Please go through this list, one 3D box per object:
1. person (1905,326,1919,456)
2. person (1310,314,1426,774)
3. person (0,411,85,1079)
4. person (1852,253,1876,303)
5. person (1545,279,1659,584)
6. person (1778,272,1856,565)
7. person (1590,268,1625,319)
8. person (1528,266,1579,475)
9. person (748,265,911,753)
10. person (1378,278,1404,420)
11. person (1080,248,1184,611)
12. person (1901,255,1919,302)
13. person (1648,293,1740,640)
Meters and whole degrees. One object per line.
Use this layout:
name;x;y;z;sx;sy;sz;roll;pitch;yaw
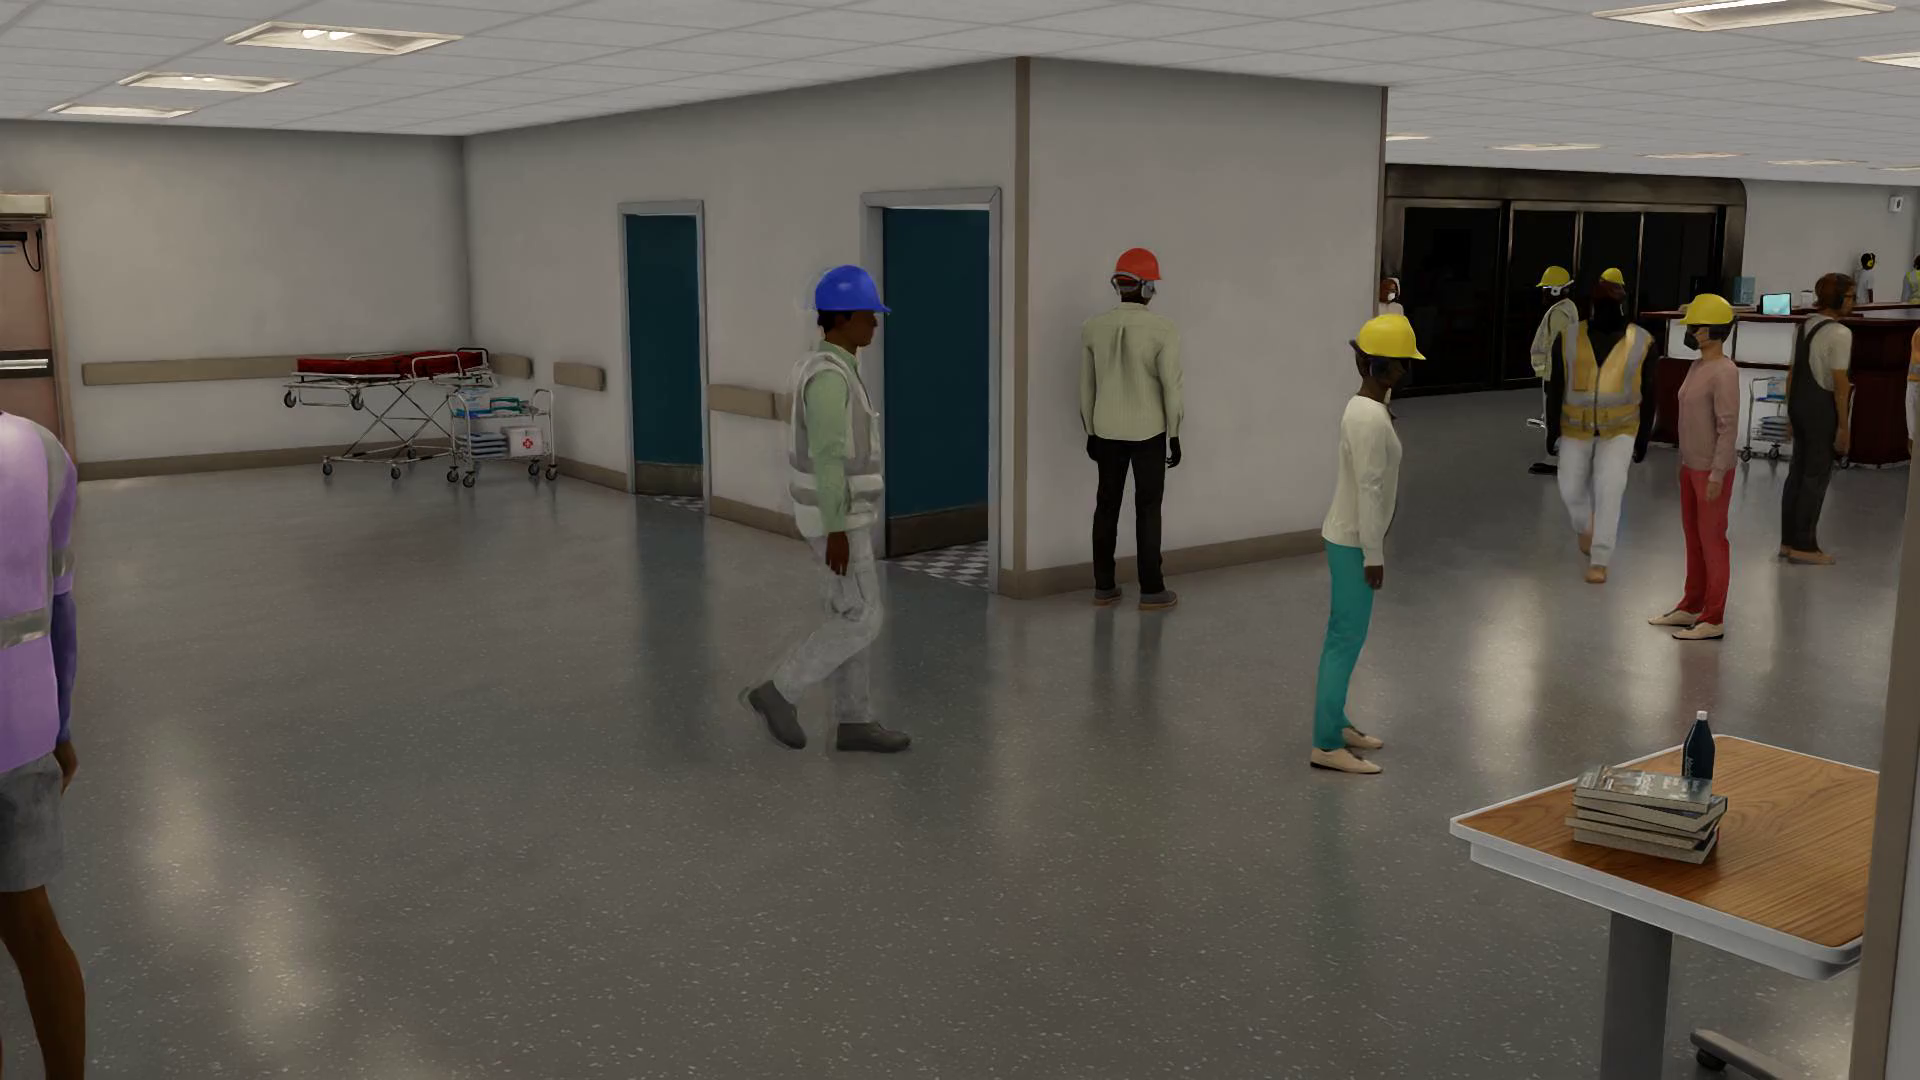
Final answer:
person;5.709;-0.635;9.525;0.377;1.938;0.547;-7;12;-33
person;1.579;0.013;6.427;0.365;1.759;0.524;3;10;14
person;-2.068;0.414;3.418;0.407;2.029;0.612;1;10;8
person;15.439;-3.980;28.510;0.341;1.860;0.518;-3;10;-14
person;3.895;-0.677;10.129;0.619;1.815;0.751;5;11;28
person;5.429;-0.763;10.525;0.356;1.844;0.519;-1;10;-7
person;6.800;-1.971;17.507;0.313;1.767;0.523;-1;10;-6
person;5.208;-1.479;14.589;0.403;1.824;0.597;5;11;24
person;-0.494;-0.092;6.484;0.526;1.936;0.626;0;10;1
person;4.852;-2.176;19.050;0.504;1.627;0.285;-3;11;-17
person;0.955;-0.605;9.202;0.612;1.995;0.382;6;12;30
person;15.499;-3.687;26.913;0.621;1.840;0.430;0;10;0
person;3.794;-0.369;8.521;0.328;1.769;0.526;1;10;5
